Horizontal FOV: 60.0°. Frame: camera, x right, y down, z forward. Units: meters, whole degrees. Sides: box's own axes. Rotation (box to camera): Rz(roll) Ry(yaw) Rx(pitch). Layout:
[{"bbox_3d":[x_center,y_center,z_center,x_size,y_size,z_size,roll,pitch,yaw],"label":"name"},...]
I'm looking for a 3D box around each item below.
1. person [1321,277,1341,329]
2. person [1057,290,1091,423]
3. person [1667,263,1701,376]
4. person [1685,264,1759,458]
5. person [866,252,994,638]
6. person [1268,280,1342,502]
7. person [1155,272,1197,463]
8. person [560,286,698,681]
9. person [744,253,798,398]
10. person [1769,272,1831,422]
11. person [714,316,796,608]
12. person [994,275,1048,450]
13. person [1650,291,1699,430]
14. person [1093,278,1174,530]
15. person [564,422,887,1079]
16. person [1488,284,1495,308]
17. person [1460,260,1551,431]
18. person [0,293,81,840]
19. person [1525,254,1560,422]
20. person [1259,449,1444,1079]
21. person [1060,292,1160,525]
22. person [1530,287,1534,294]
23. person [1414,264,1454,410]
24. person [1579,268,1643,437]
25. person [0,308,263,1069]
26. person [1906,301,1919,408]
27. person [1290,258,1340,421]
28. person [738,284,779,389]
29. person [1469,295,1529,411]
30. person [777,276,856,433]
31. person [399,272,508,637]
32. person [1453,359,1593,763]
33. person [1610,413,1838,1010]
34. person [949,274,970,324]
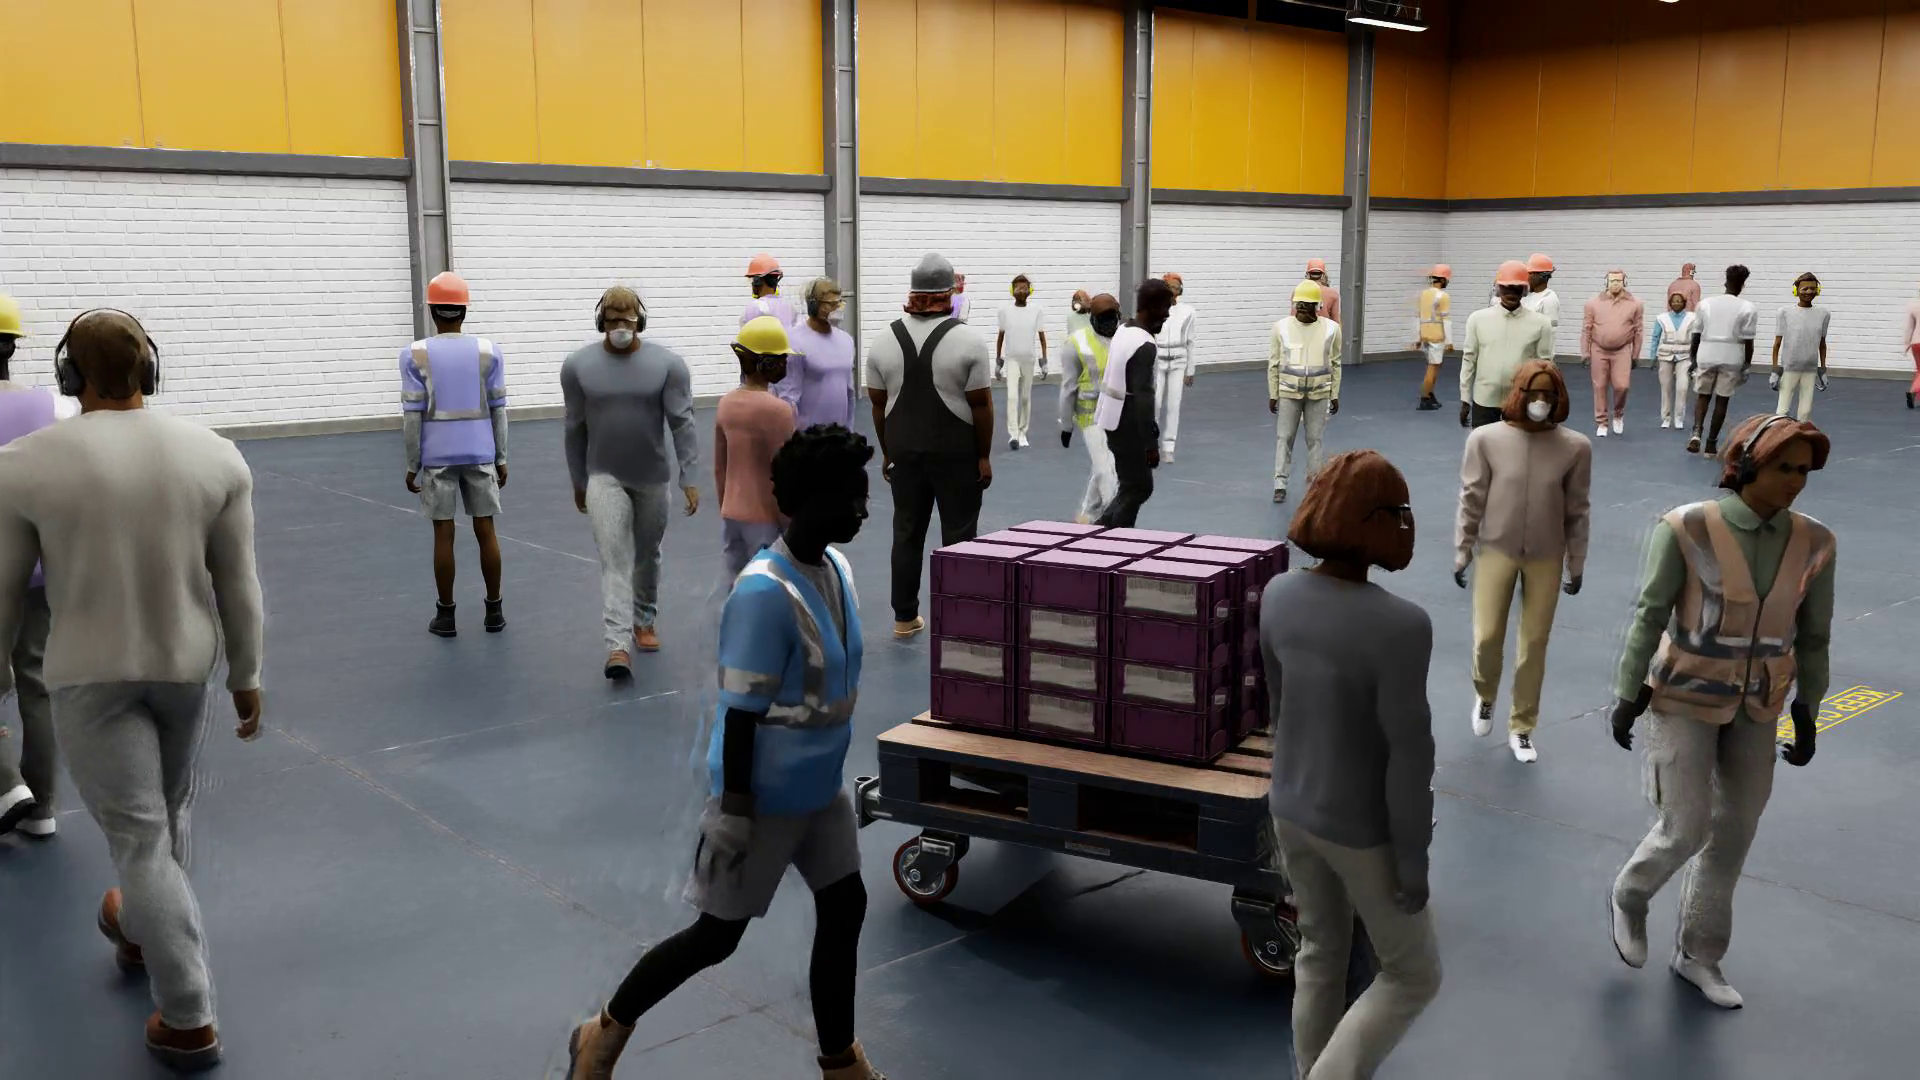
[{"bbox_3d":[4.901,-2.717,22.582,0.536,1.801,0.959,2,10,12],"label":"person"},{"bbox_3d":[1.453,-2.191,20.034,0.513,1.605,0.682,6,11,31],"label":"person"},{"bbox_3d":[12.290,-3.727,28.169,0.406,1.904,0.652,-5,11,-25],"label":"person"},{"bbox_3d":[7.639,-1.788,16.686,0.632,1.943,0.421,8,12,39],"label":"person"},{"bbox_3d":[-0.117,-0.482,8.764,0.683,2.000,0.537,4,10,21],"label":"person"},{"bbox_3d":[2.826,-1.210,13.642,0.592,1.828,0.404,1,10,7],"label":"person"},{"bbox_3d":[2.024,-1.690,16.328,0.609,1.870,0.462,0,10,-1],"label":"person"},{"bbox_3d":[-1.607,-0.292,8.131,0.654,1.876,1.065,-1,10,-8],"label":"person"},{"bbox_3d":[-1.576,-1.302,13.554,0.390,2.041,0.614,5,11,28],"label":"person"},{"bbox_3d":[7.963,-1.589,15.771,0.532,1.861,0.321,1,10,5],"label":"person"},{"bbox_3d":[-0.852,-0.076,7.186,0.329,1.767,0.528,-8,13,-40],"label":"person"},{"bbox_3d":[0.645,-1.845,17.428,0.549,1.810,0.985,0,10,-2],"label":"person"},{"bbox_3d":[8.316,-2.082,19.370,0.538,1.614,0.685,5,11,26],"label":"person"},{"bbox_3d":[1.064,-0.662,10.259,0.473,1.883,0.641,-1,10,-6],"label":"person"},{"bbox_3d":[-0.507,0.549,3.849,0.774,1.665,0.546,3,10,17],"label":"person"},{"bbox_3d":[9.751,-3.966,30.030,0.319,1.742,0.492,-4,11,-24],"label":"person"},{"bbox_3d":[3.915,-1.011,11.991,0.616,1.994,0.387,3,10,15],"label":"person"},{"bbox_3d":[-3.297,0.100,5.716,0.413,1.911,0.626,8,13,40],"label":"person"},{"bbox_3d":[5.742,-1.826,16.624,0.371,2.044,0.608,0,10,-2],"label":"person"},{"bbox_3d":[0.827,0.611,3.571,0.419,1.619,0.513,-6,11,-30],"label":"person"},{"bbox_3d":[1.013,-0.830,11.574,0.648,1.780,0.973,-5,11,-25],"label":"person"},{"bbox_3d":[7.866,-2.707,22.789,0.529,1.697,0.321,-4,10,-20],"label":"person"},{"bbox_3d":[6.298,-2.651,21.826,0.591,1.912,0.560,-3,10,-18],"label":"person"},{"bbox_3d":[7.275,-2.092,18.616,0.656,1.889,0.443,4,10,21],"label":"person"},{"bbox_3d":[-2.192,0.352,4.337,0.653,1.881,1.018,-9,13,-44],"label":"person"},{"bbox_3d":[12.778,-2.602,22.049,0.746,1.744,0.530,-6,11,-32],"label":"person"},{"bbox_3d":[4.357,-2.463,20.494,0.622,1.992,0.396,0,10,1],"label":"person"},{"bbox_3d":[-1.715,-1.419,14.762,0.538,1.864,0.312,-4,10,-21],"label":"person"},{"bbox_3d":[6.880,-2.482,21.131,0.918,1.804,0.640,-7,12,-34],"label":"person"},{"bbox_3d":[-0.879,-0.569,9.663,0.688,1.923,0.633,7,12,36],"label":"person"},{"bbox_3d":[-2.687,-0.449,8.869,0.543,1.939,0.360,-5,11,-25],"label":"person"},{"bbox_3d":[2.254,0.081,6.681,0.525,1.620,0.374,1,10,8],"label":"person"},{"bbox_3d":[2.035,0.459,4.468,0.547,1.613,0.408,-1,10,-7],"label":"person"},{"bbox_3d":[-0.069,-2.608,21.951,1.009,1.790,0.582,-9,13,-43],"label":"person"}]
